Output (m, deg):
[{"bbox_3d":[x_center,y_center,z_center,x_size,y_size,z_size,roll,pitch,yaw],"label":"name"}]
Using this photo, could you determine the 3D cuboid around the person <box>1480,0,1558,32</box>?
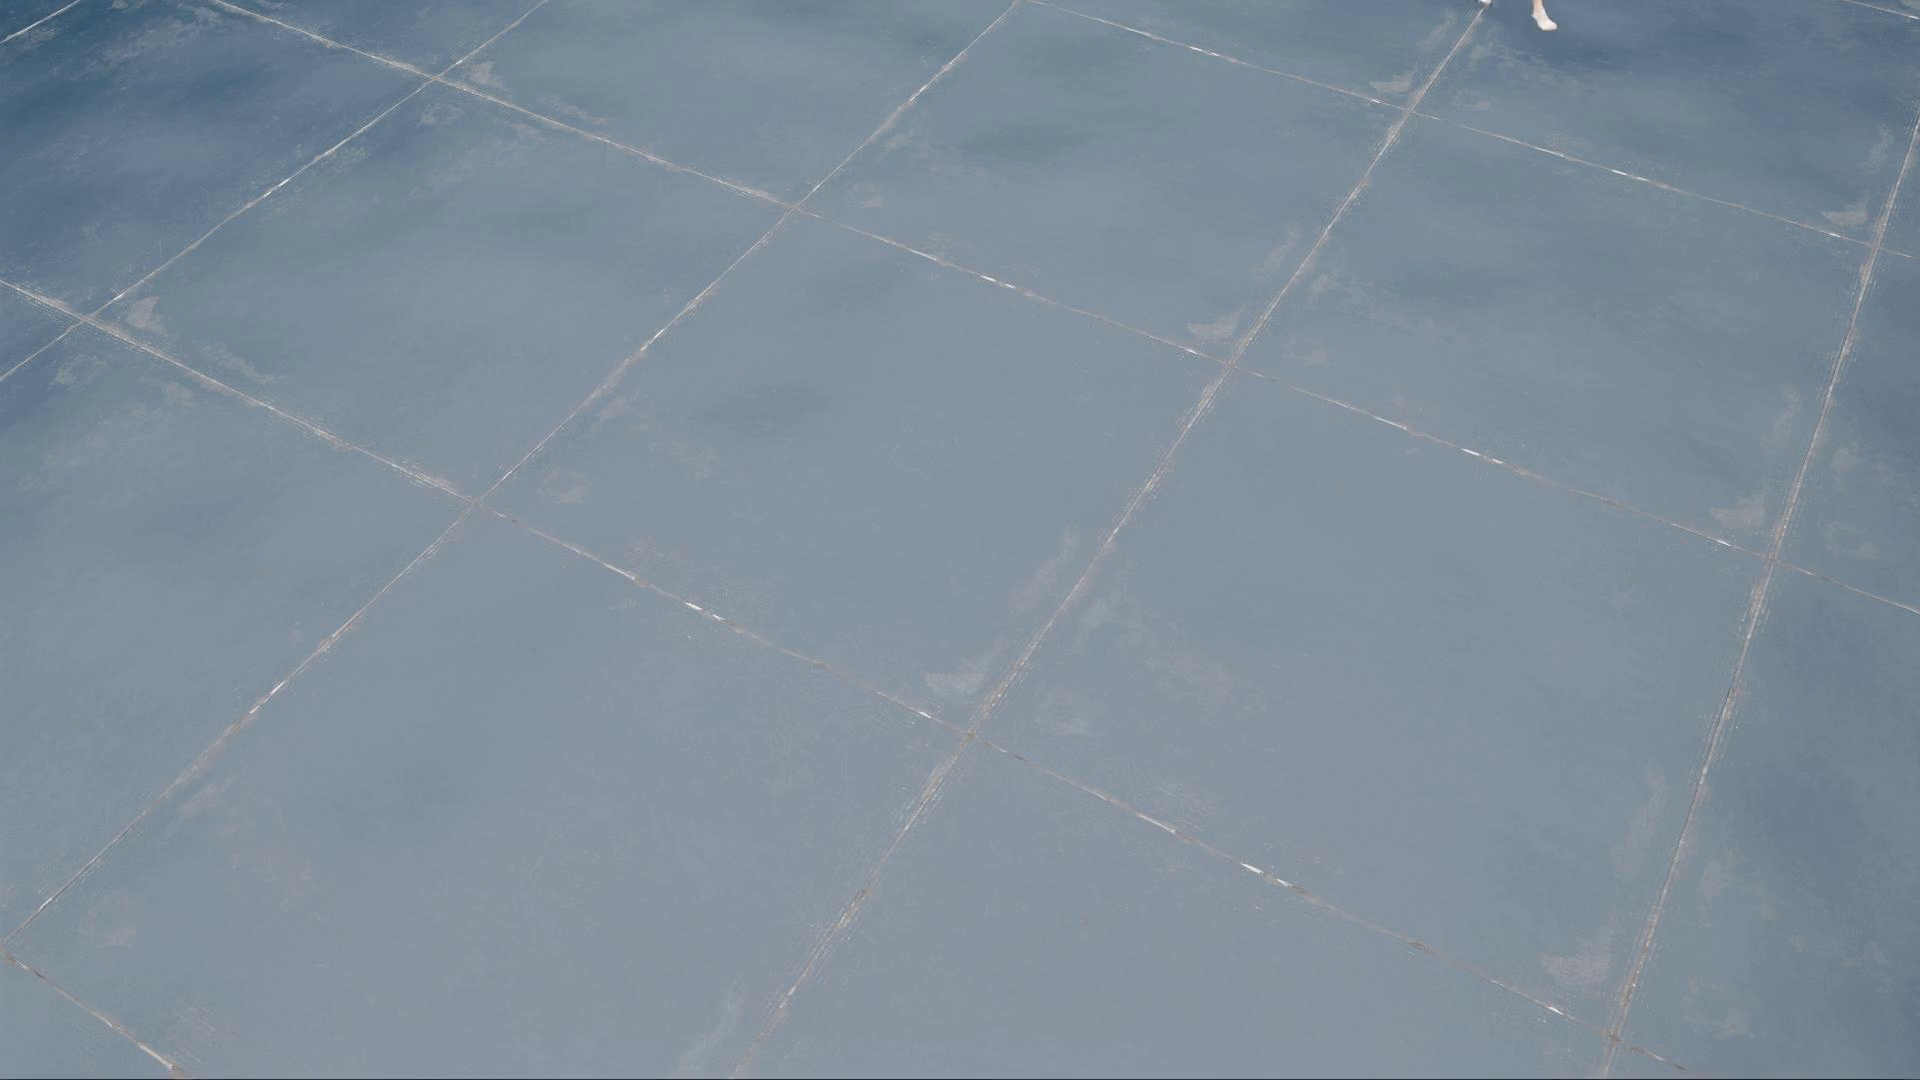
[{"bbox_3d":[3.911,-4.438,11.519,0.890,1.691,1.111,-26,52,-22],"label":"person"}]
